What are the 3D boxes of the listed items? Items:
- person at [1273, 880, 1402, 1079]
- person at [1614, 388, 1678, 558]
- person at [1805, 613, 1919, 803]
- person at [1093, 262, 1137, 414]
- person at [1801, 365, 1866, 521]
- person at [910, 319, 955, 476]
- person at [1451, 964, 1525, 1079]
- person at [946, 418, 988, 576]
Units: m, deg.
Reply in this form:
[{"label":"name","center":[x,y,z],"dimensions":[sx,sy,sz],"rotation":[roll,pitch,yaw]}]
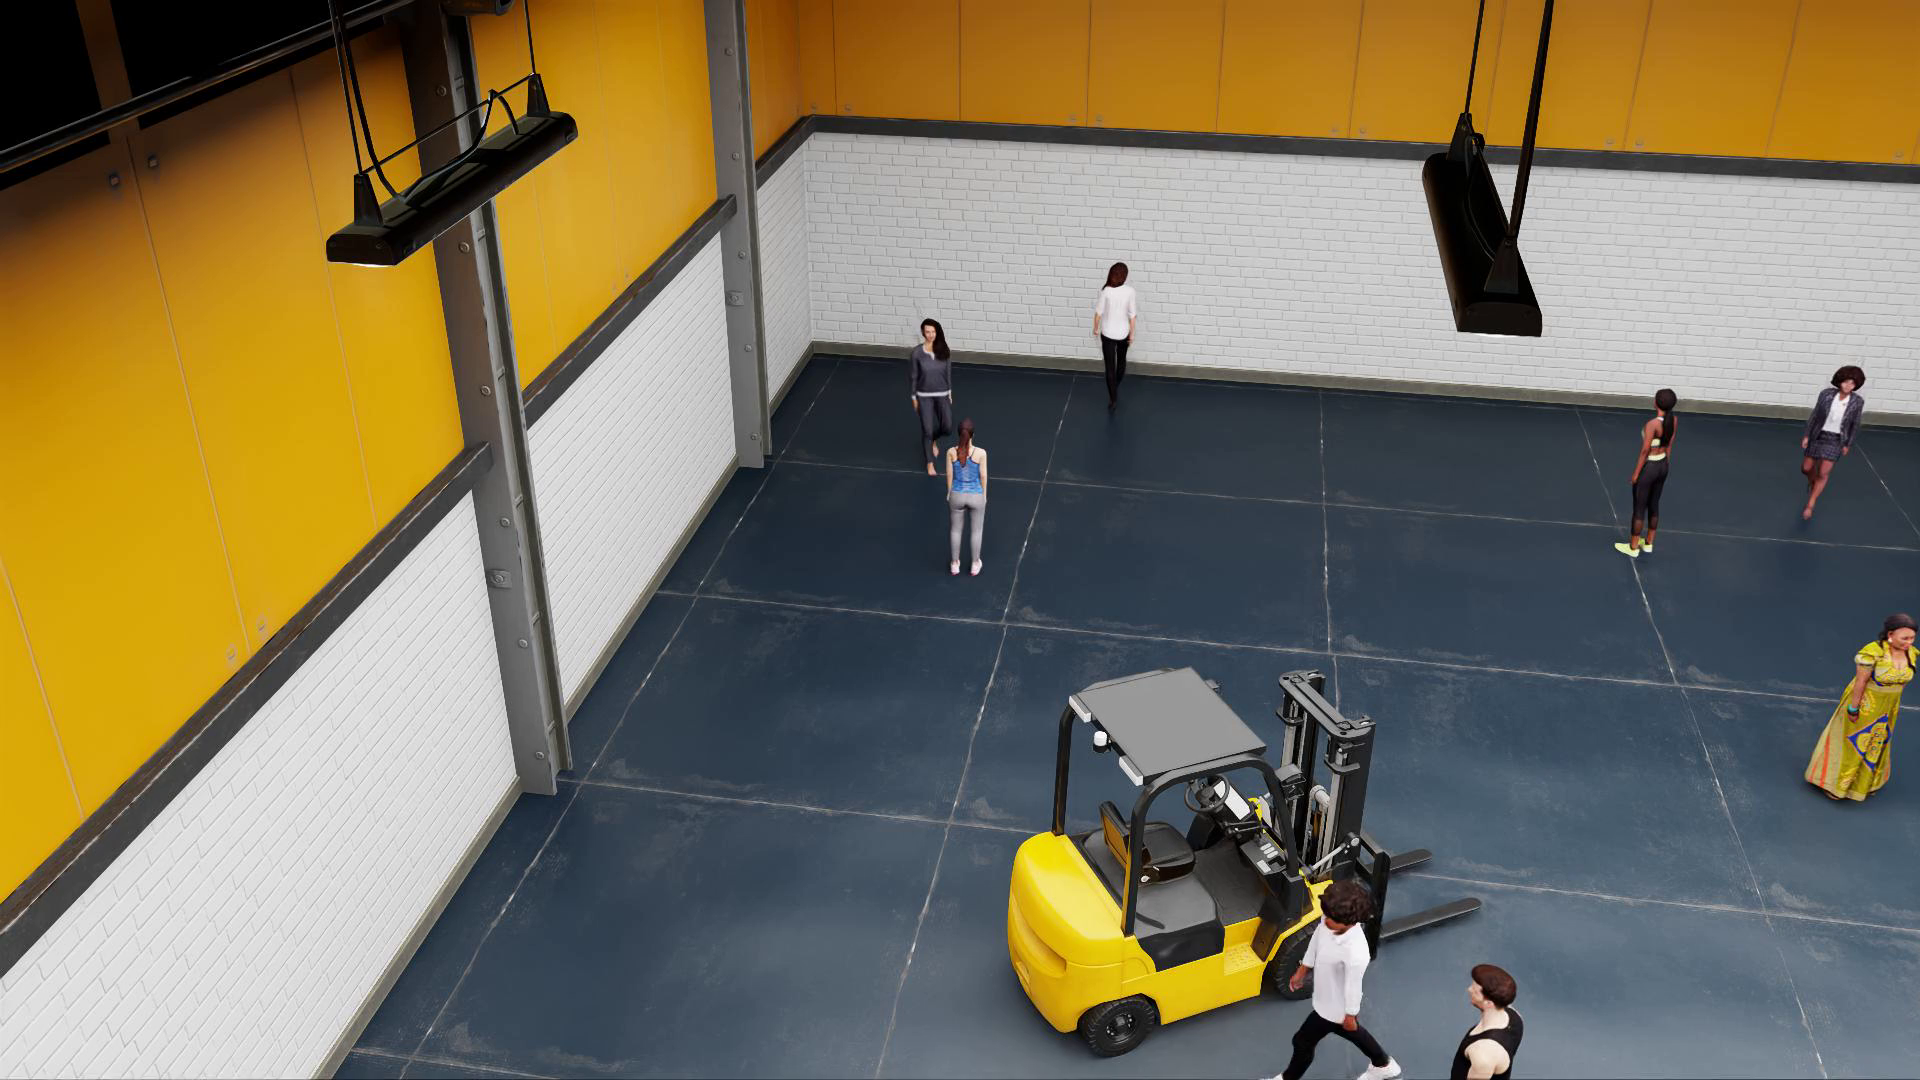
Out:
[{"label":"person","center":[2.361,2.741,10.089],"dimensions":[0.873,1.764,1.153],"rotation":[1,29,1]},{"label":"person","center":[6.800,-0.666,16.345],"dimensions":[0.644,1.754,0.672],"rotation":[-13,31,-22]},{"label":"person","center":[7.071,1.274,12.893],"dimensions":[0.983,1.654,0.955],"rotation":[-8,30,-14]},{"label":"person","center":[1.822,-2.328,19.380],"dimensions":[0.819,1.766,1.081],"rotation":[-4,29,-7]},{"label":"person","center":[8.921,-1.027,17.087],"dimensions":[0.809,1.678,0.922],"rotation":[18,33,30]},{"label":"person","center":[-0.325,-1.586,18.030],"dimensions":[0.797,1.756,0.880],"rotation":[-9,30,-17]},{"label":"person","center":[2.882,3.139,9.228],"dimensions":[0.787,1.890,0.628],"rotation":[15,32,25]},{"label":"person","center":[0.068,-0.414,16.036],"dimensions":[0.540,1.608,0.517],"rotation":[4,29,8]}]
